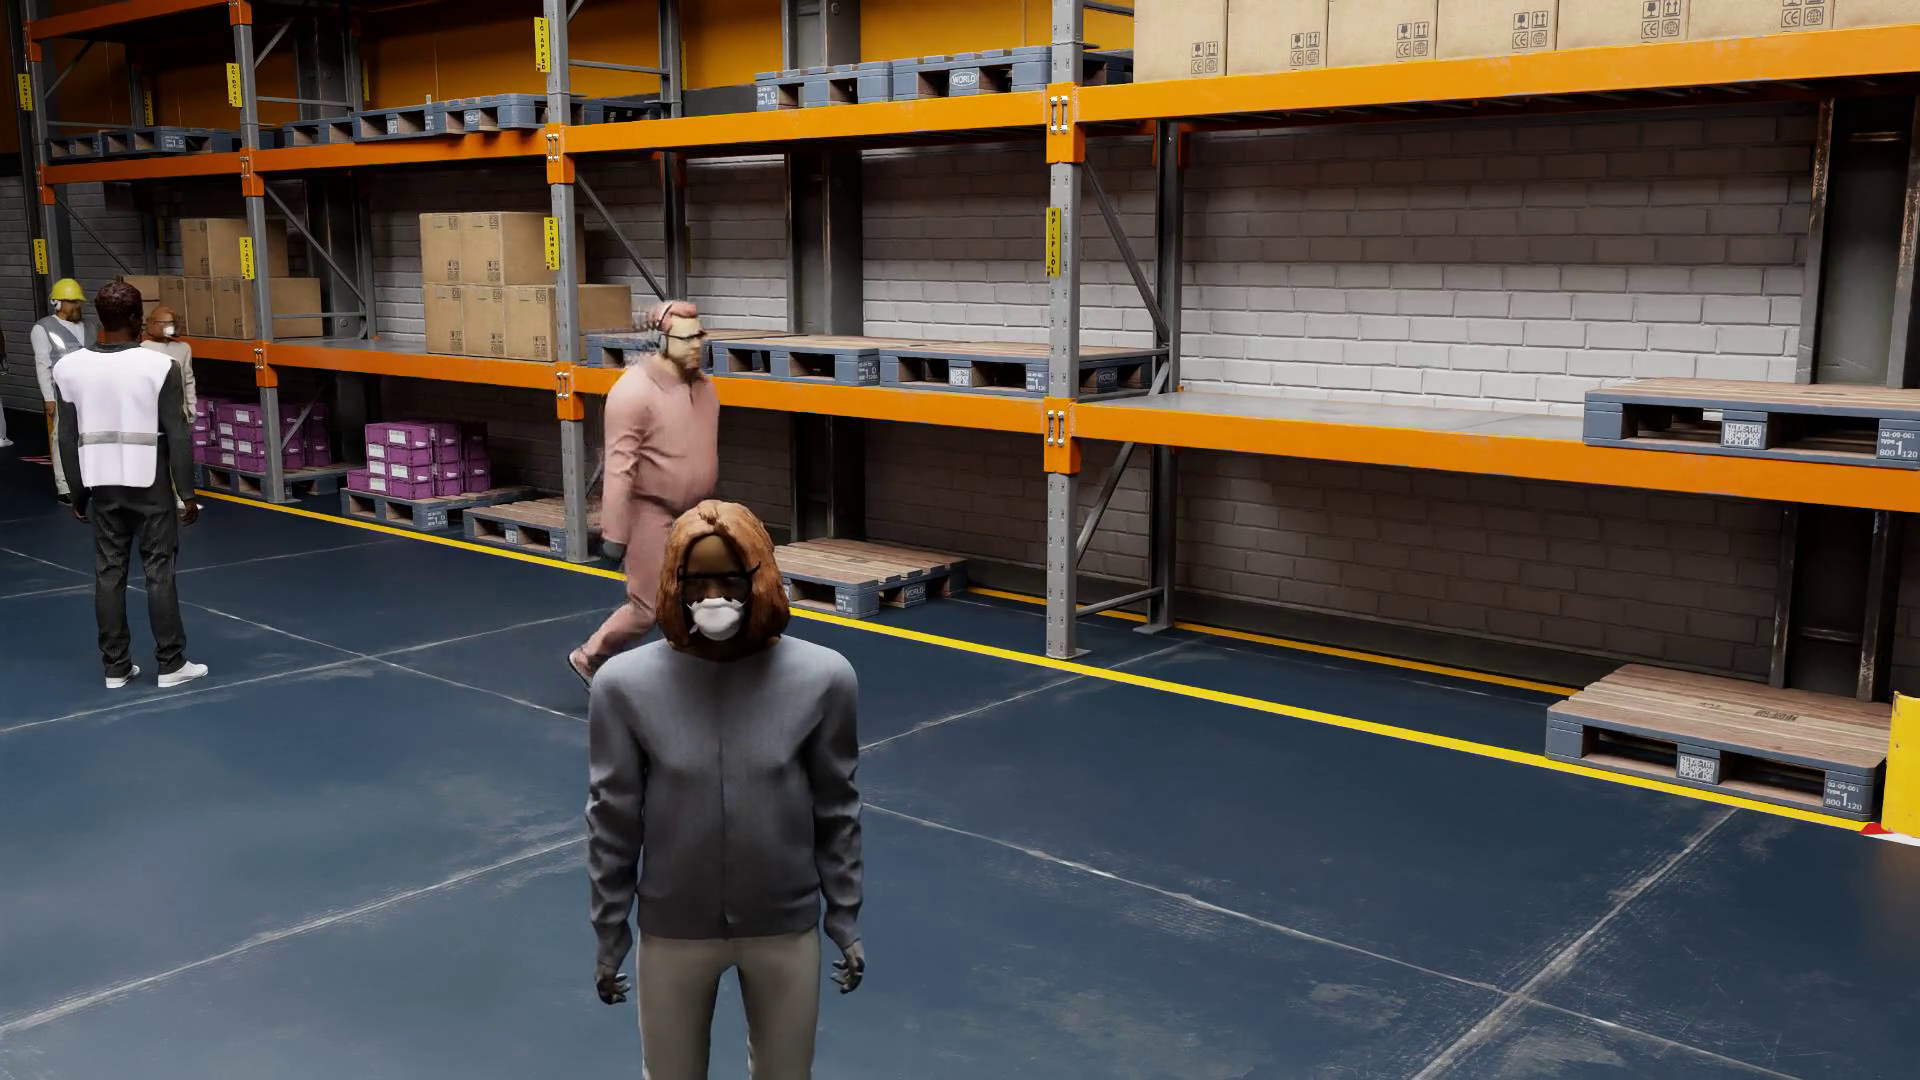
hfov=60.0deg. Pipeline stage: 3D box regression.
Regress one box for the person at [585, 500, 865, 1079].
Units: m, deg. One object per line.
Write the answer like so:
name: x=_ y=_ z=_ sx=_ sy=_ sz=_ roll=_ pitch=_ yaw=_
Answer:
person: x=-0.427 y=0.730 z=3.084 sx=0.507 sy=1.632 sz=0.268 roll=-2 pitch=10 yaw=-10

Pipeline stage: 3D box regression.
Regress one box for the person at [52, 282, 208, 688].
person: x=-3.908 y=-0.247 z=7.840 sx=0.599 sy=1.915 sz=0.373 roll=0 pitch=10 yaw=0

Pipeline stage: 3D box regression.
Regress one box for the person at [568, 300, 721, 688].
person: x=-1.330 y=-0.105 z=7.185 sx=0.789 sy=1.870 sz=0.693 roll=6 pitch=12 yaw=32

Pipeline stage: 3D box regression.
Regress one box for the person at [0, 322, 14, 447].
person: x=-10.196 y=-1.888 z=17.302 sx=0.514 sy=1.877 sz=0.328 roll=-4 pitch=11 yaw=-20

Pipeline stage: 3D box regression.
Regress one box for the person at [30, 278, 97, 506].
person: x=-7.184 y=-1.198 z=13.491 sx=0.404 sy=1.834 sz=0.589 roll=4 pitch=11 yaw=19

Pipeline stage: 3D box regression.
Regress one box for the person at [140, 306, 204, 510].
person: x=-6.216 y=-1.013 z=13.039 sx=0.285 sy=1.626 sz=0.493 roll=6 pitch=12 yaw=31
